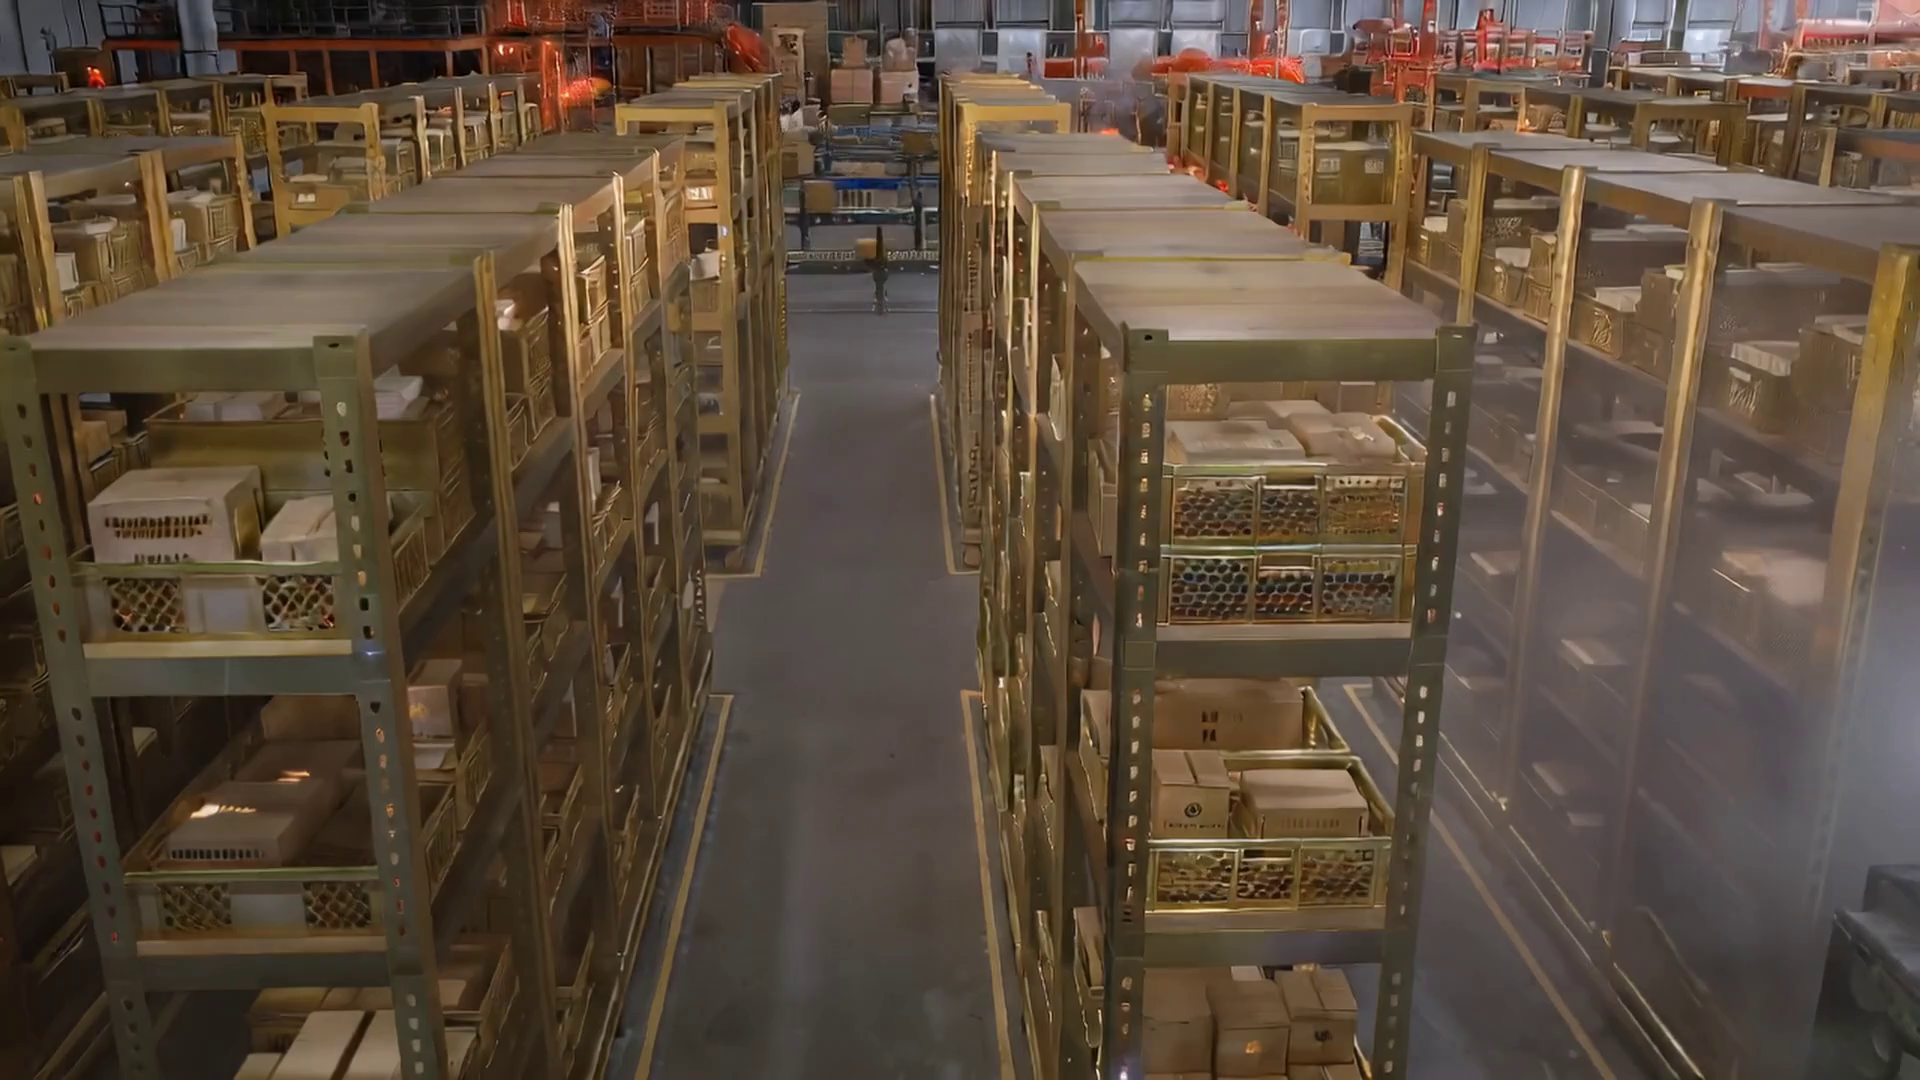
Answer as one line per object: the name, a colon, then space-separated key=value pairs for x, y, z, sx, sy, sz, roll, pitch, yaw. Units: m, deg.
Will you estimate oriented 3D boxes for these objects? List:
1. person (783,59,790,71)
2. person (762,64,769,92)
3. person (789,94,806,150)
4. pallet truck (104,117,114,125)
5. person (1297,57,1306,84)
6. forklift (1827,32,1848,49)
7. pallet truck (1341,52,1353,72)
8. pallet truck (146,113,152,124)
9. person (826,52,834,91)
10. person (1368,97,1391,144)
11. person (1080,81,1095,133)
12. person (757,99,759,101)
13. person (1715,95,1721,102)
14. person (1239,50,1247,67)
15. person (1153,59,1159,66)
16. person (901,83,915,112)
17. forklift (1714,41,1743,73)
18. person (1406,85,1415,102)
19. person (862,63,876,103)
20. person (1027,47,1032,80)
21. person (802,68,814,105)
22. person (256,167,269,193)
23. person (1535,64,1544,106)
person: x=-9.678 y=-26.300 z=92.215 sx=0.499 sy=1.897 sz=0.609 roll=-5 pitch=19 yaw=-15
person: x=-8.217 y=-19.290 z=70.664 sx=0.529 sy=1.818 sz=0.795 roll=17 pitch=24 yaw=41
person: x=-4.295 y=-10.625 z=43.513 sx=0.674 sy=2.018 sz=0.627 roll=-1 pitch=18 yaw=-5
pallet truck: x=-18.367 y=-7.885 z=35.078 sx=1.885 sy=1.965 sz=0.823 roll=1 pitch=18 yaw=2
person: x=16.156 y=-21.878 z=78.590 sx=0.601 sy=1.866 sz=0.593 roll=13 pitch=22 yaw=34
forklift: x=46.023 y=-25.321 z=87.619 sx=1.129 sy=2.768 sz=1.873 roll=-1 pitch=18 yaw=-2
pallet truck: x=18.794 y=-23.123 z=82.231 sx=0.823 sy=1.965 sz=1.885 roll=-13 pitch=22 yaw=-35
pallet truck: x=-18.087 y=-8.309 z=36.390 sx=1.885 sy=1.965 sz=0.823 roll=-1 pitch=18 yaw=-4
person: x=-6.589 y=-23.772 z=84.385 sx=0.384 sy=1.913 sz=0.593 roll=-15 pitch=23 yaw=-40
person: x=11.455 y=-11.173 z=45.496 sx=0.662 sy=1.859 sz=1.004 roll=1 pitch=18 yaw=4
person: x=4.155 y=-14.092 z=54.543 sx=0.590 sy=1.837 sz=0.404 roll=-15 pitch=23 yaw=-39
person: x=-5.126 y=-10.501 z=43.293 sx=0.670 sy=1.923 sz=0.567 roll=1 pitch=18 yaw=3
person: x=21.692 y=-11.852 z=47.726 sx=0.535 sy=1.767 sz=0.315 roll=-16 pitch=24 yaw=-40
person: x=15.792 y=-26.232 z=92.145 sx=0.859 sy=1.811 sz=0.658 roll=11 pitch=21 yaw=31
person: x=8.937 y=-20.738 z=75.014 sx=0.924 sy=1.906 sz=0.550 roll=-6 pitch=19 yaw=-17
person: x=-1.714 y=-14.354 z=55.503 sx=0.493 sy=1.743 sz=0.299 roll=-8 pitch=20 yaw=-24
forklift: x=31.037 y=-18.815 z=67.486 sx=1.129 sy=2.768 sz=1.873 roll=-1 pitch=18 yaw=-2
person: x=15.351 y=-14.731 z=56.843 sx=0.328 sy=1.620 sz=0.531 roll=13 pitch=22 yaw=35
person: x=-3.796 y=-18.986 z=69.572 sx=0.543 sy=1.914 sz=0.704 roll=17 pitch=24 yaw=42
person: x=3.908 y=-27.078 z=94.669 sx=0.316 sy=1.874 sz=0.532 roll=2 pitch=18 yaw=6
person: x=-5.815 y=-17.333 z=64.525 sx=0.612 sy=1.859 sz=0.746 roll=10 pitch=21 yaw=29
person: x=-13.569 y=-6.888 z=32.453 sx=0.271 sy=1.715 sz=0.676 roll=-14 pitch=22 yaw=-36
person: x=24.095 y=-18.862 z=69.277 sx=0.528 sy=1.858 sz=0.318 roll=-10 pitch=20 yaw=-28
